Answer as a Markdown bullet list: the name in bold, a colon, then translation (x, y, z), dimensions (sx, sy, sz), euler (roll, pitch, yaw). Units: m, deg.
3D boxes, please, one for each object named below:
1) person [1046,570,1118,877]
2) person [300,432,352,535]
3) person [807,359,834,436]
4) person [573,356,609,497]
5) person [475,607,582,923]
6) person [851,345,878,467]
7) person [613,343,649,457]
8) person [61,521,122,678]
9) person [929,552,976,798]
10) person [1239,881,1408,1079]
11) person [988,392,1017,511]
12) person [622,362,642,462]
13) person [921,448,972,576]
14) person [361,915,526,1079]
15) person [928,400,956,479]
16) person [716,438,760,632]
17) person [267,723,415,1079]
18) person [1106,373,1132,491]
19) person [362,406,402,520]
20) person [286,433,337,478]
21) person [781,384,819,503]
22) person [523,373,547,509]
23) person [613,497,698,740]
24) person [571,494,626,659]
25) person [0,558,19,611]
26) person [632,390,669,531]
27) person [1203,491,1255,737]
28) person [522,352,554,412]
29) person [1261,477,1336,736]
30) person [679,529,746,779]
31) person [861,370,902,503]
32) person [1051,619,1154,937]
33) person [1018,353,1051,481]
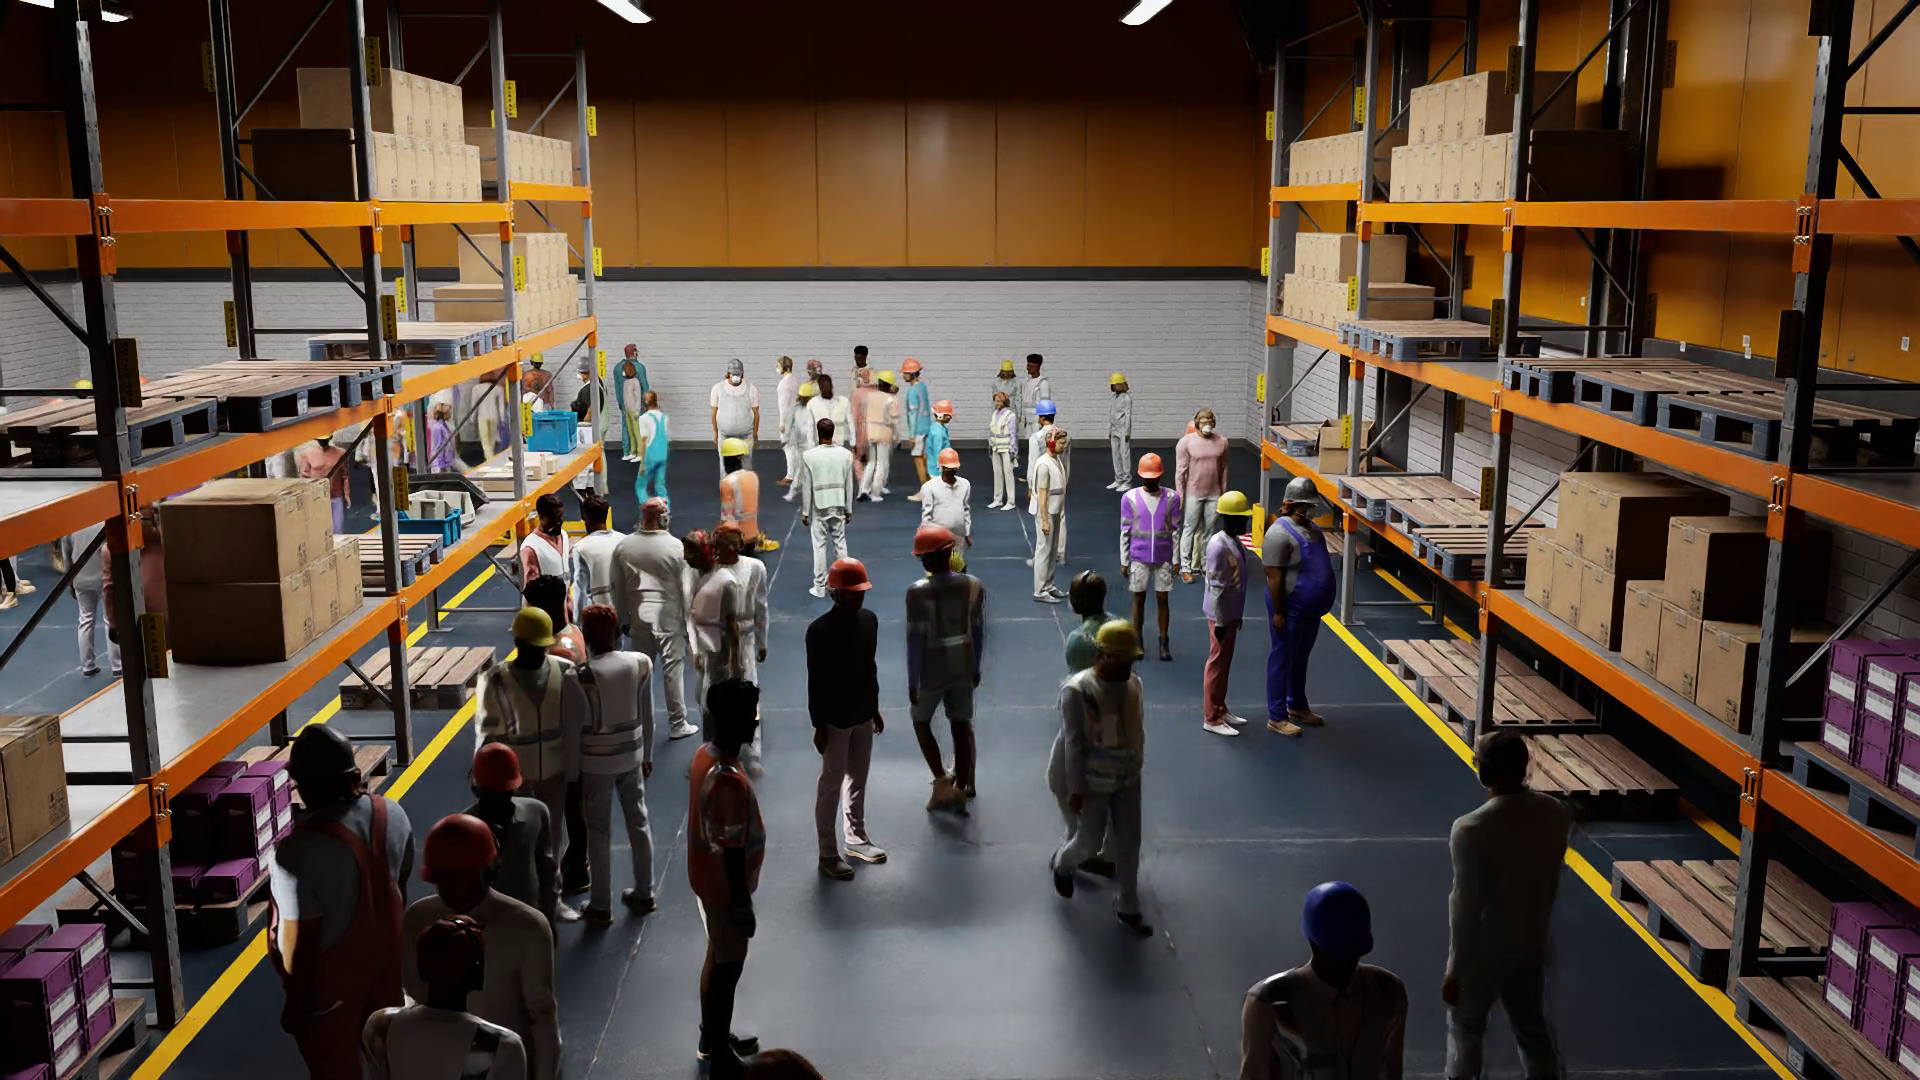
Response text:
- **person**: translation (0.777, 1.131, 10.254), dimensions (0.592, 1.917, 0.656), euler (7, 13, 33)
- **person**: translation (-7.125, -0.473, 18.718), dimensions (0.523, 1.760, 0.327), euler (-6, 13, -26)
- **person**: translation (-2.124, -1.736, 24.706), dimensions (0.398, 1.900, 0.650), euler (-7, 13, -31)
- **person**: translation (-5.295, -1.623, 23.768), dimensions (0.536, 2.000, 0.683), euler (1, 11, 4)
- **person**: translation (-2.429, 1.305, 9.447), dimensions (0.605, 1.912, 0.415), euler (-7, 13, -33)
- **person**: translation (-1.544, -2.142, 26.588), dimensions (0.373, 1.959, 0.605), euler (-10, 15, -40)
- **person**: translation (-5.359, -2.274, 27.360), dimensions (0.640, 1.913, 0.410), euler (5, 12, 25)
- **person**: translation (-7.576, 0.347, 14.636), dimensions (0.566, 1.744, 0.350), euler (0, 11, -1)
- **person**: translation (-0.052, 0.939, 11.633), dimensions (0.327, 1.761, 0.522), euler (-2, 11, -11)
- **person**: translation (1.213, 2.054, 5.564), dimensions (0.614, 1.946, 0.389), euler (-3, 12, -16)
- **person**: translation (0.588, -1.220, 22.791), dimensions (0.313, 1.632, 0.521), euler (-9, 14, -37)
- **person**: translation (-5.363, -2.096, 27.169), dimensions (0.268, 1.630, 0.507), euler (-9, 14, -37)
- **person**: translation (-0.114, -0.056, 16.635), dimensions (0.573, 1.749, 0.342), euler (-7, 13, -31)
- **person**: translation (-1.640, 2.125, 5.408), dimensions (0.576, 1.877, 0.341), euler (3, 12, 14)
- **person**: translation (-0.229, -0.895, 20.881), dimensions (0.354, 1.737, 0.576), euler (0, 11, -1)
- **person**: translation (-2.228, -0.047, 16.202), dimensions (0.702, 1.902, 0.608), euler (6, 13, 28)
- **person**: translation (-2.599, 1.741, 6.900), dimensions (0.536, 2.000, 0.684), euler (5, 12, 22)
- **person**: translation (2.323, -1.585, 24.364), dimensions (0.324, 1.730, 0.490), euler (-6, 13, -29)
- **person**: translation (-7.662, -1.204, 22.061), dimensions (0.337, 1.882, 0.584), euler (8, 14, 36)
- **person**: translation (-7.543, -0.701, 19.482), dimensions (0.662, 1.913, 1.129), euler (-1, 11, -4)
- **person**: translation (-2.200, -1.363, 23.374), dimensions (0.510, 1.678, 0.930), euler (9, 14, 39)
- **person**: translation (-5.839, -1.357, 22.902), dimensions (0.360, 1.871, 0.679), euler (-9, 14, -37)
- **person**: translation (-2.340, 0.607, 12.932), dimensions (0.652, 1.904, 0.403), euler (3, 12, 15)
- **person**: translation (-2.781, 0.592, 13.008), dimensions (0.401, 1.907, 0.599), euler (7, 13, 30)
- **person**: translation (-9.958, -0.115, 17.075), dimensions (0.540, 1.695, 0.317), euler (7, 13, 30)
- **person**: translation (-3.942, -1.006, 21.230), dimensions (0.603, 1.814, 0.543), euler (9, 15, 39)
- **person**: translation (2.108, 0.563, 13.092), dimensions (0.370, 1.928, 0.585), euler (5, 12, 22)
- **person**: translation (-7.007, -2.258, 27.665), dimensions (0.525, 1.760, 0.340), euler (-7, 13, -32)
- **person**: translation (2.693, 0.504, 13.106), dimensions (0.537, 2.000, 0.682), euler (9, 14, 38)
- **person**: translation (-1.773, 0.796, 12.242), dimensions (0.584, 1.812, 0.745), euler (11, 15, 43)
- **person**: translation (-1.110, -1.444, 23.278), dimensions (0.617, 1.892, 0.409), euler (5, 13, 25)
- **person**: translation (0.830, 1.340, 9.543), dimensions (0.608, 1.786, 0.711), euler (-7, 13, -30)
- **person**: translation (1.130, -1.821, 24.949), dimensions (0.366, 1.967, 0.602), euler (-5, 12, -24)
